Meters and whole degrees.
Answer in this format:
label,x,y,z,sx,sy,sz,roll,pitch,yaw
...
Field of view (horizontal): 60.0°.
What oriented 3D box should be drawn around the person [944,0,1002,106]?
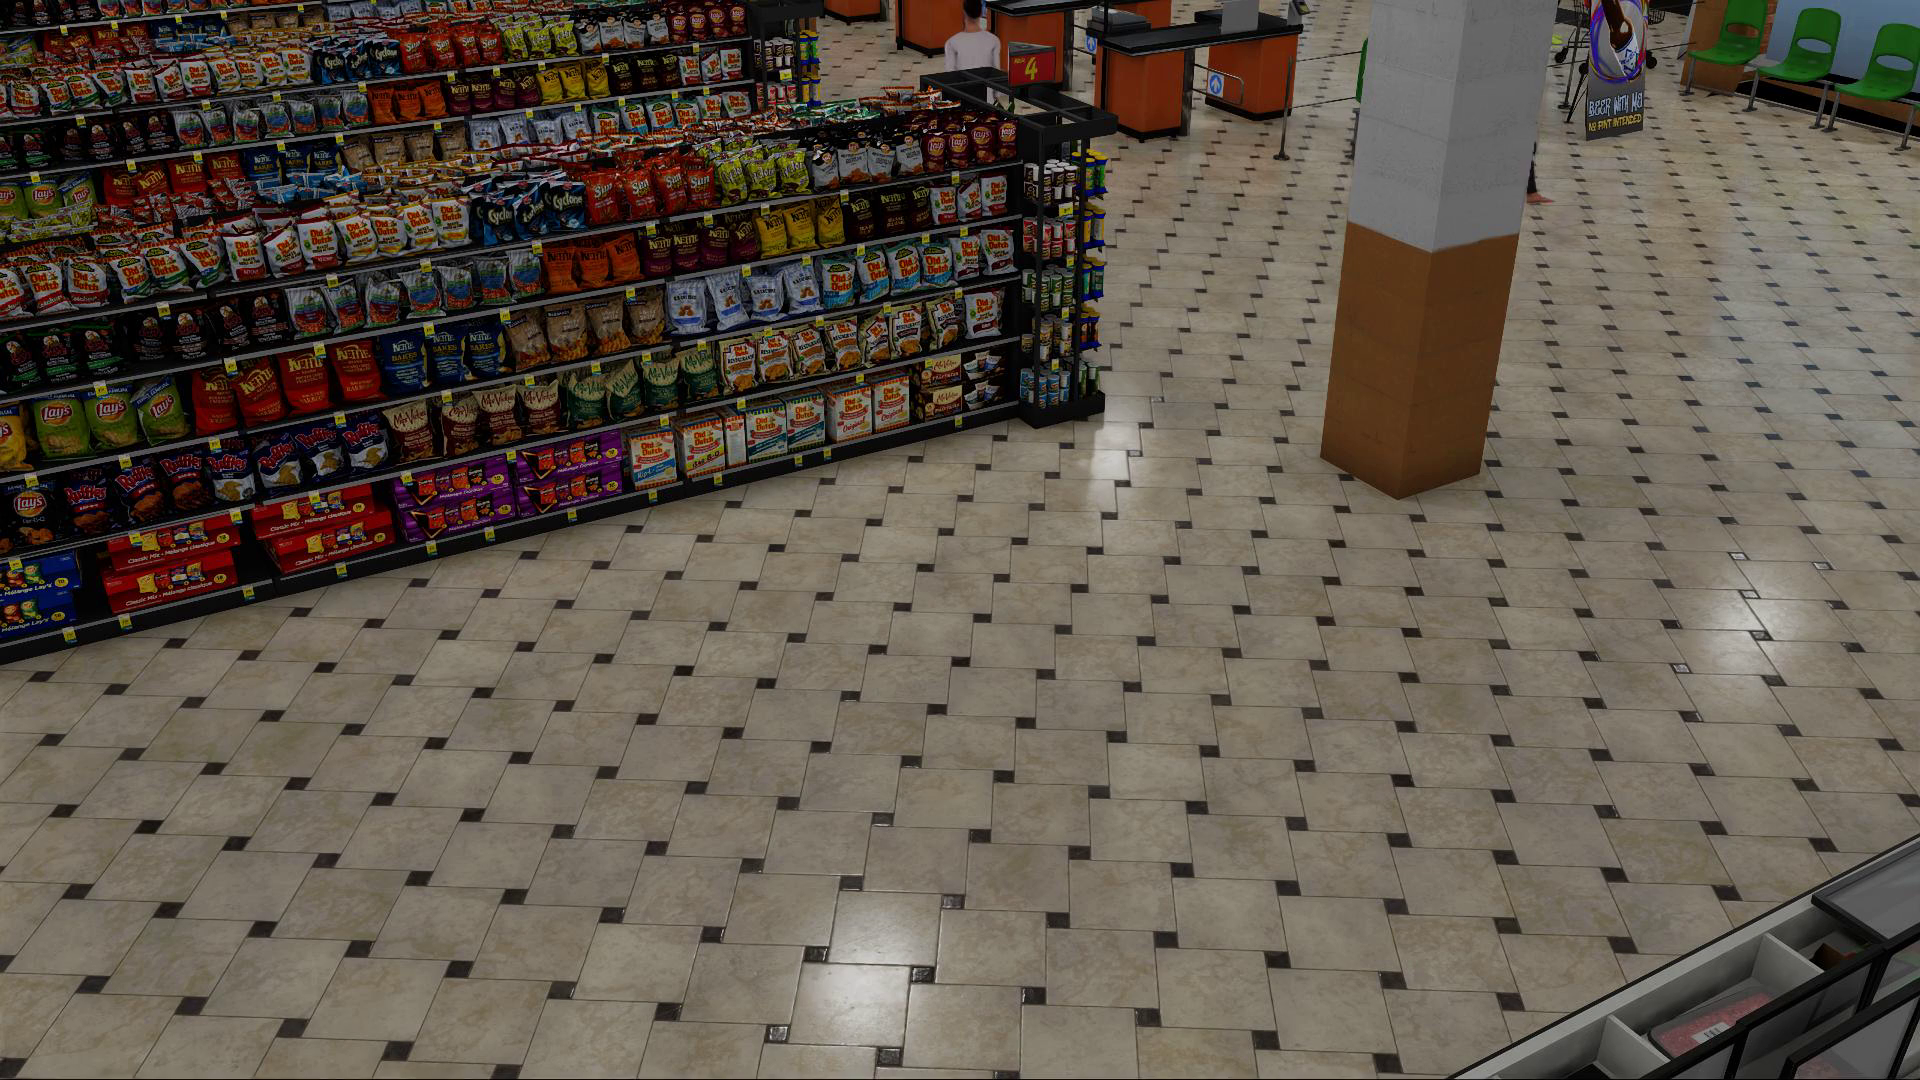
label,x,y,z,sx,sy,sz,roll,pitch,yaw
person,0.124,-3.923,14.873,0.614,1.836,0.787,-5,29,-8
